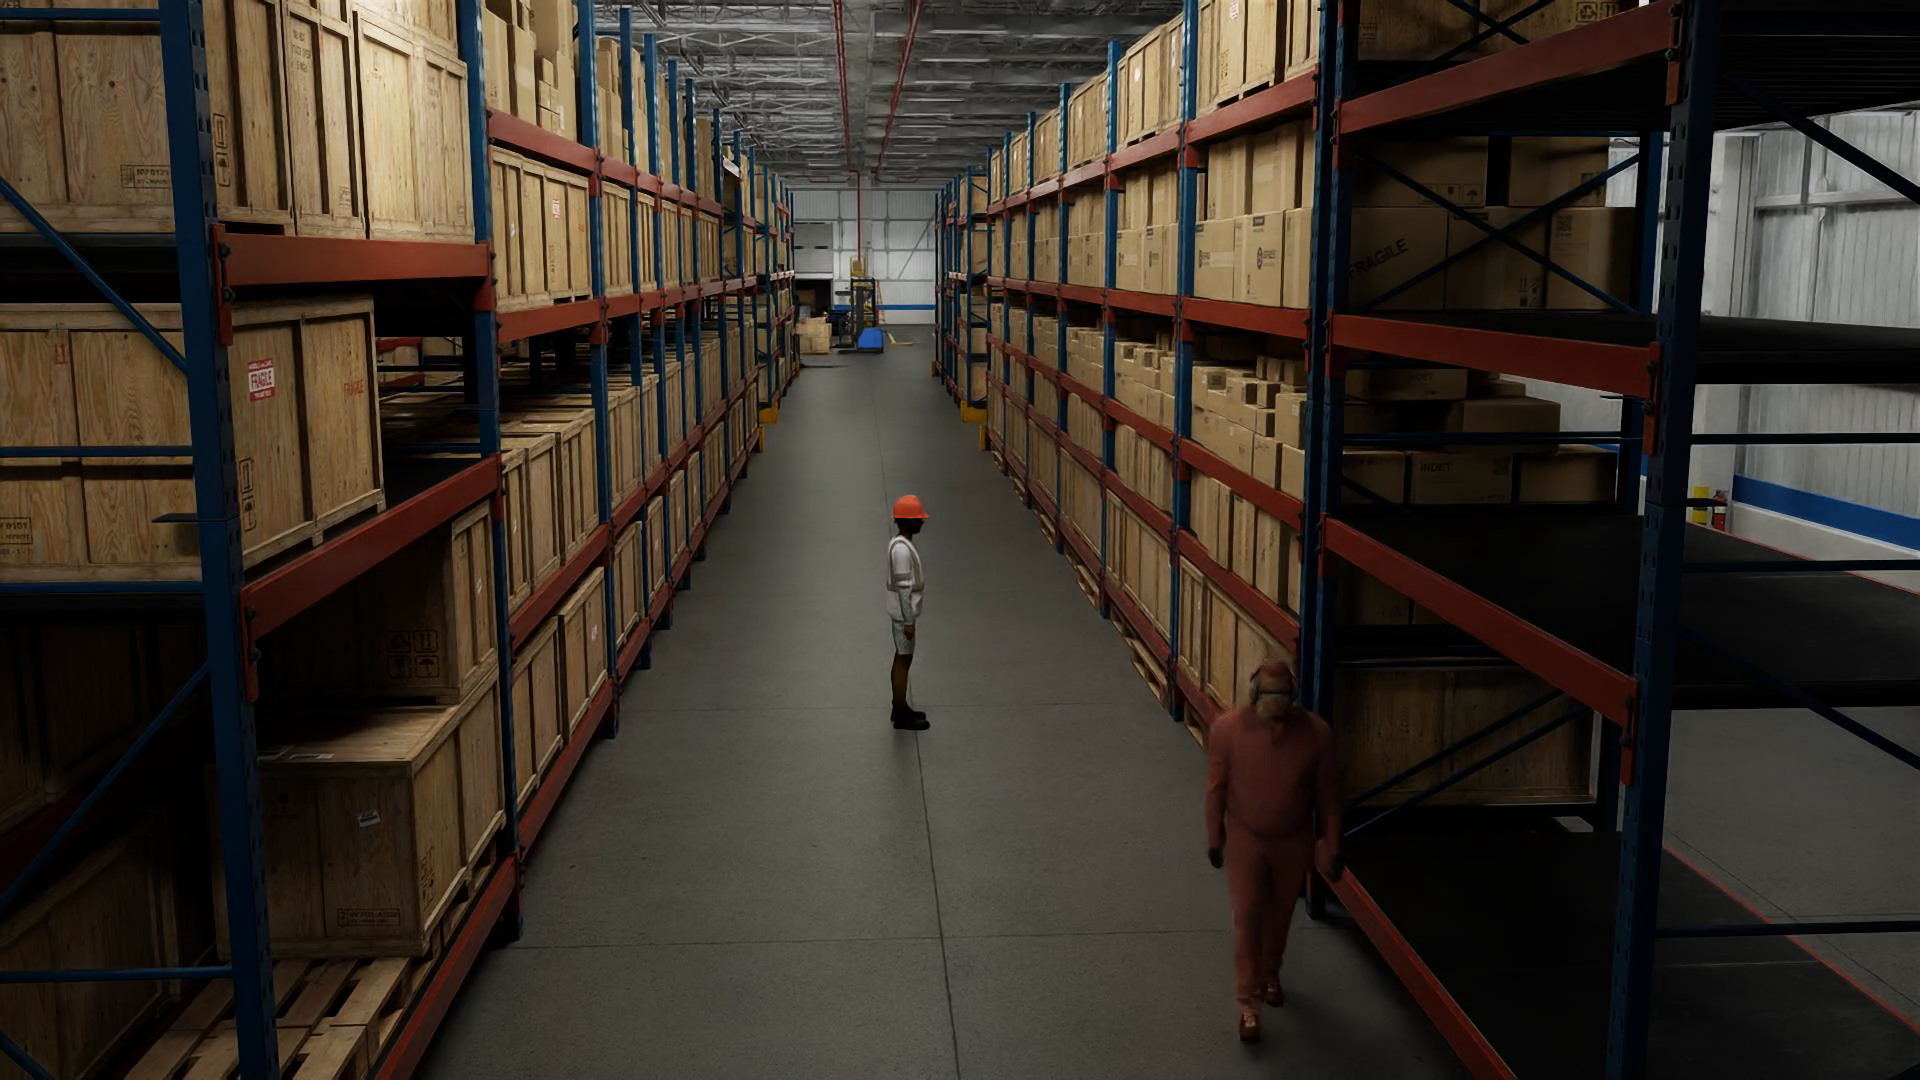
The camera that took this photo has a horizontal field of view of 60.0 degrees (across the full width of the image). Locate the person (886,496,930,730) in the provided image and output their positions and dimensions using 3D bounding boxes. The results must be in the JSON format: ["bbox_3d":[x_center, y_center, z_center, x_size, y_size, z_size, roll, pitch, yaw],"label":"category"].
[{"bbox_3d":[-0.429,0.594,13.733,0.360,1.938,0.545,-1,10,-5],"label":"person"}]

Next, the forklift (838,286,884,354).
[{"bbox_3d":[-4.123,-9.110,68.885,1.873,2.768,1.129,-1,10,-3],"label":"forklift"}]

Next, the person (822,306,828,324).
[{"bbox_3d":[-6.589,-10.585,81.256,0.322,1.690,0.532,-4,10,-22],"label":"person"}]

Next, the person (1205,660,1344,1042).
[{"bbox_3d":[1.577,1.533,8.317,0.667,1.861,0.945,0,10,2],"label":"person"}]

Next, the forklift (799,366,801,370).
[{"bbox_3d":[-6.591,-7.432,58.863,1.873,2.768,1.129,-1,10,-3],"label":"forklift"}]

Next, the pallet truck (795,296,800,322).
[{"bbox_3d":[-8.622,-12.439,91.403,1.885,1.965,0.823,2,10,13],"label":"pallet truck"}]
